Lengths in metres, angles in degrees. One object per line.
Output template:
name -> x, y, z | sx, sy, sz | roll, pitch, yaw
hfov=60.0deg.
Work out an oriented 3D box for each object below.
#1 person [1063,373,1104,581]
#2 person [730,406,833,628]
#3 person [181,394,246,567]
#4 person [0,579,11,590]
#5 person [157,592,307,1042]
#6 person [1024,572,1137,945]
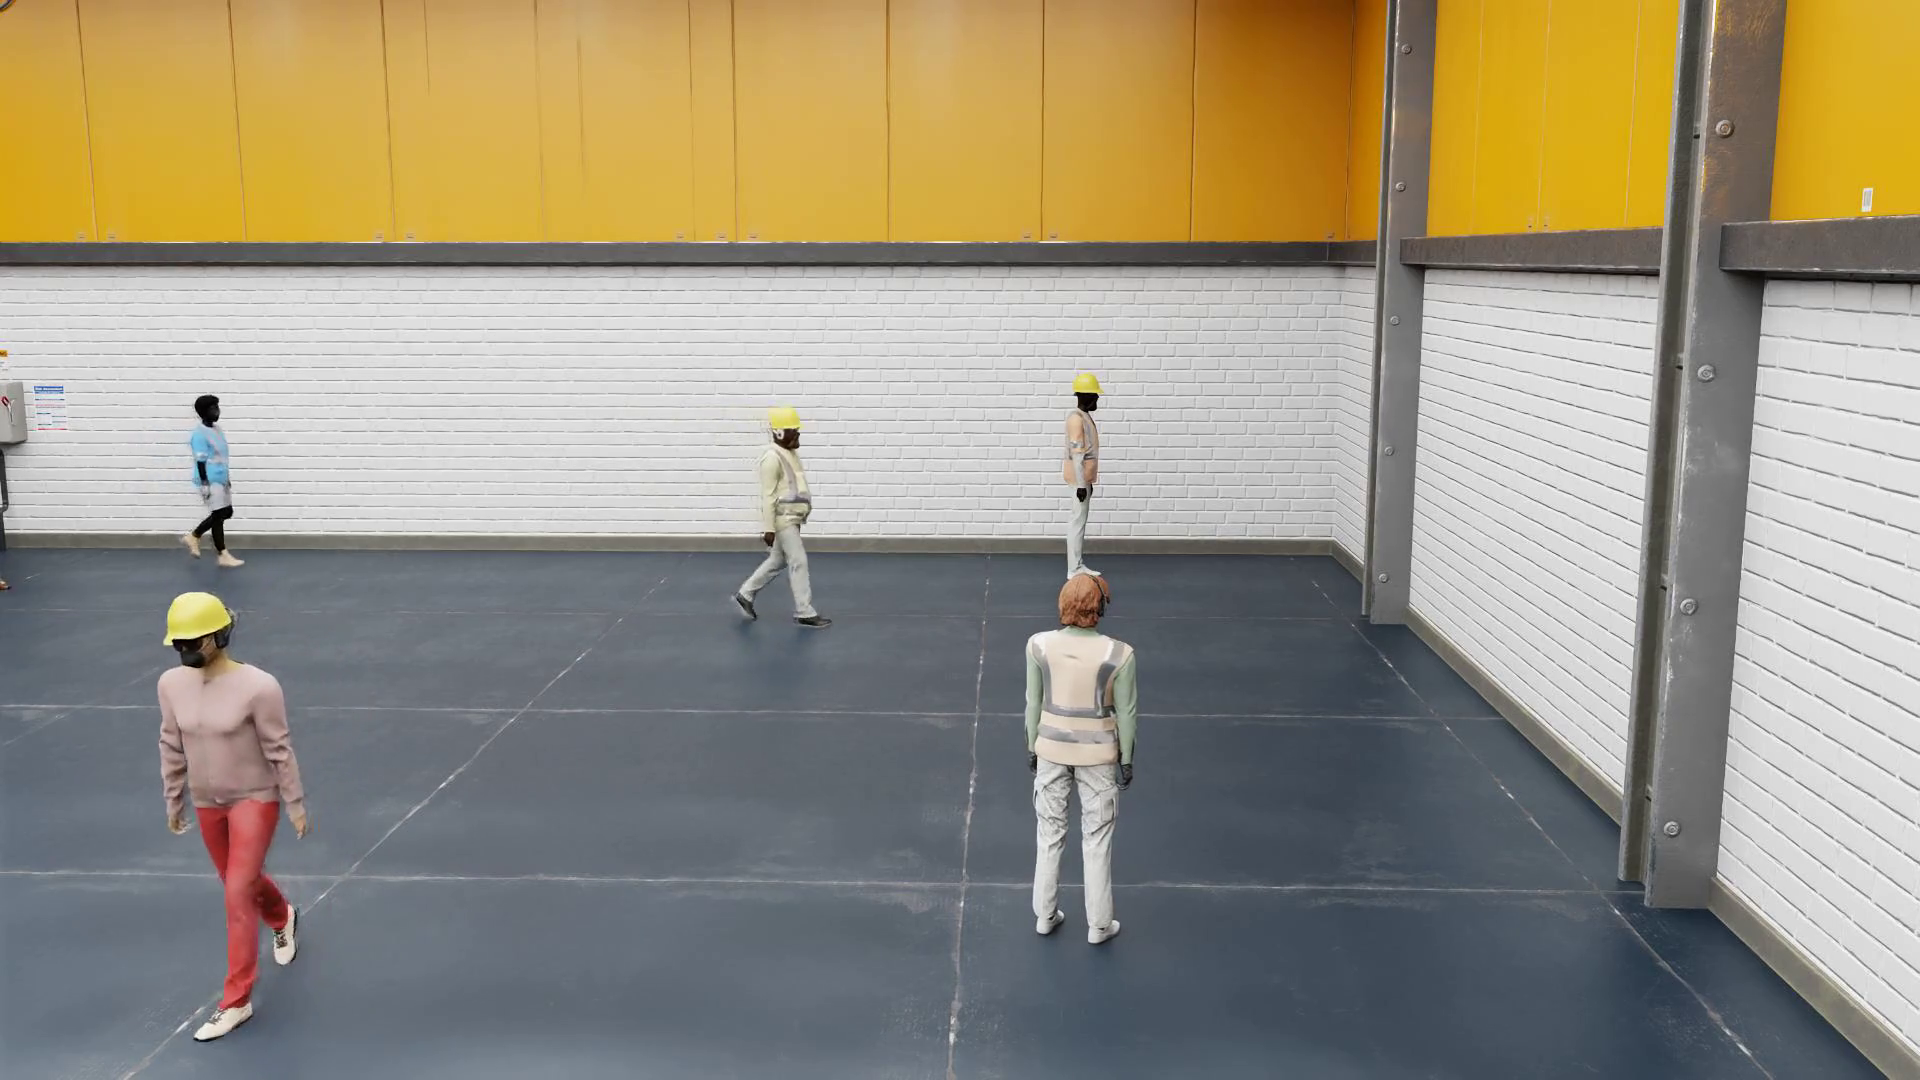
person -> 1.139, -0.574, 15.335 | 0.367, 1.927, 0.587 | 1, 10, 9
person -> -1.473, -0.188, 13.444 | 0.842, 1.806, 0.599 | 2, 10, 10
person -> -7.225, -0.566, 15.979 | 0.564, 1.682, 0.545 | -1, 10, -4
person -> -9.086, -0.467, 14.922 | 0.954, 1.864, 0.657 | 4, 10, 21
person -> -2.861, 1.012, 6.656 | 0.563, 1.720, 0.852 | 2, 10, 11
person -> 0.520, 0.953, 7.266 | 0.509, 1.629, 0.314 | 3, 10, 19
